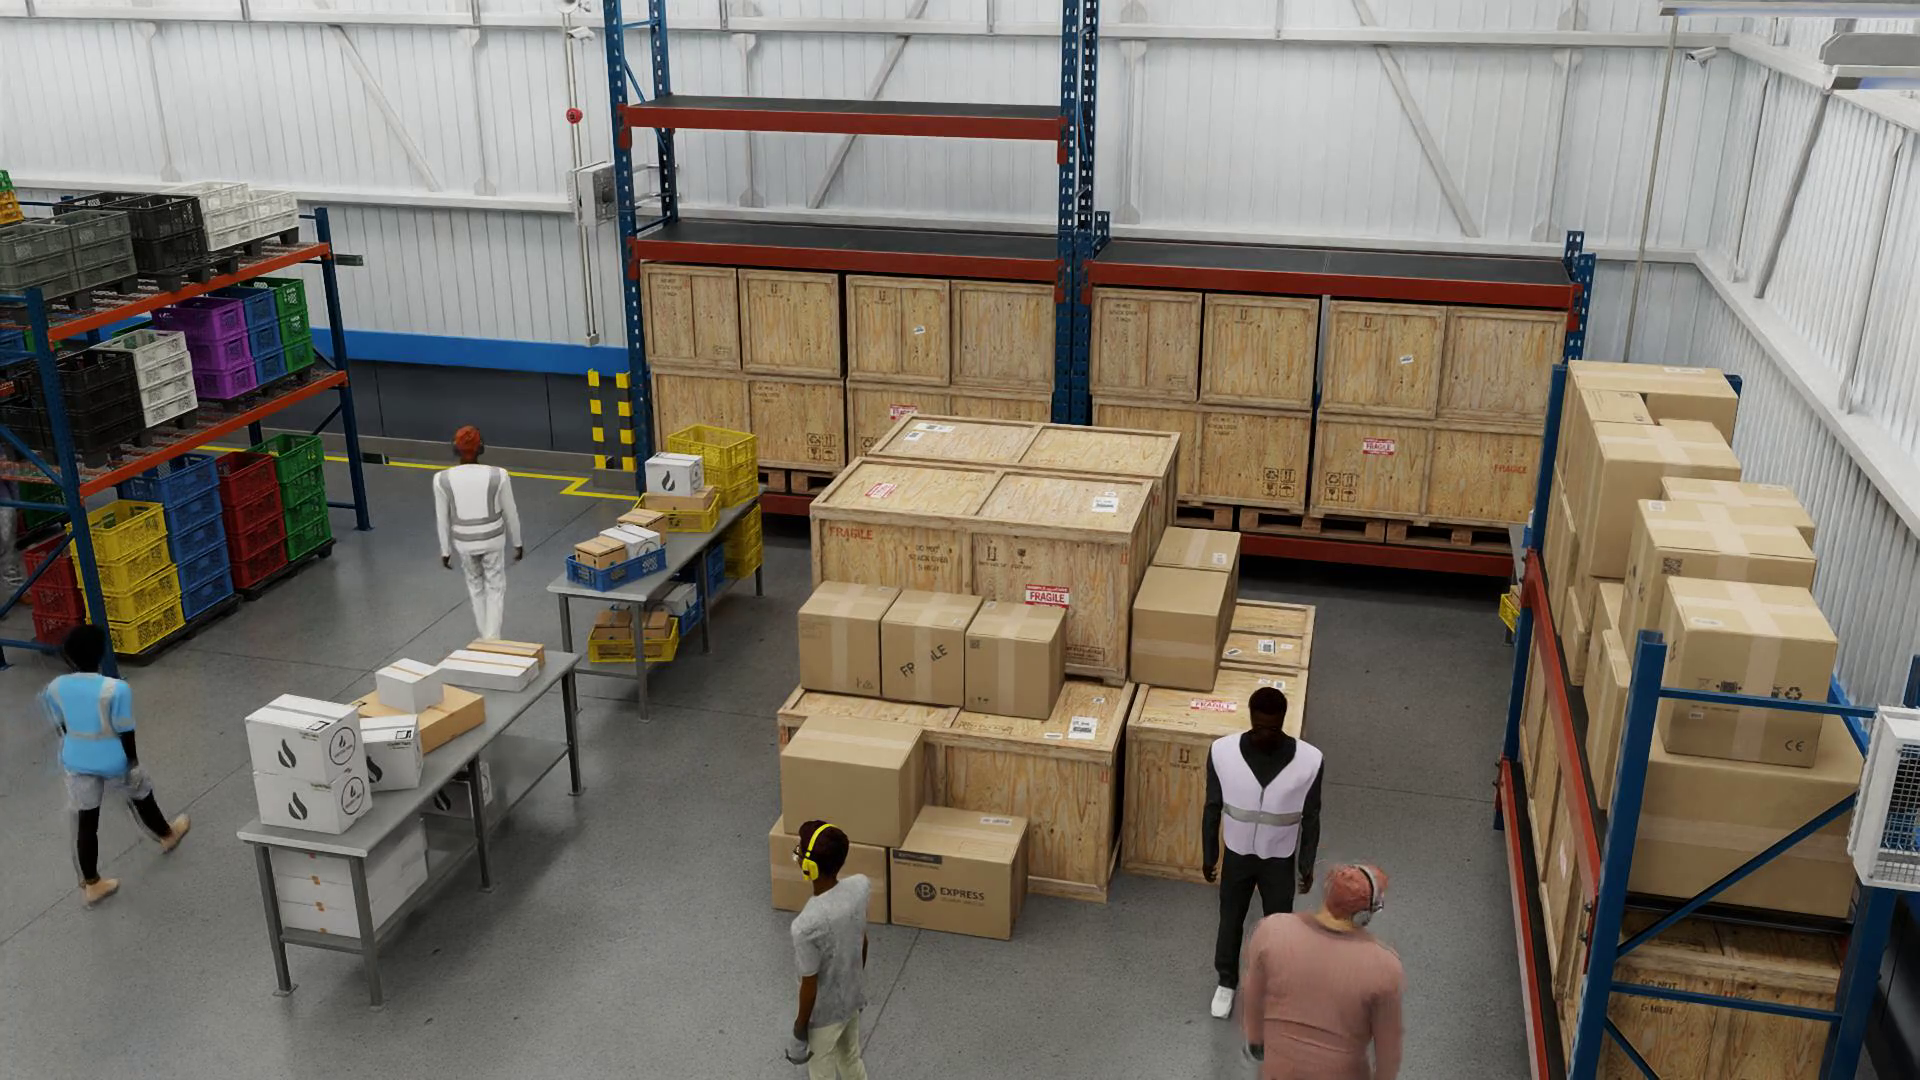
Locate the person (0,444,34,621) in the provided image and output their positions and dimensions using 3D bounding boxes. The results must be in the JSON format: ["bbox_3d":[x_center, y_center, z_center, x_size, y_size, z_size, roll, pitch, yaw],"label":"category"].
[{"bbox_3d":[-7.915,-0.296,13.472,0.371,1.933,0.634,10,23,25],"label":"person"}]

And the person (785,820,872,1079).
[{"bbox_3d":[-0.587,2.071,7.366,0.328,1.872,0.513,12,24,28],"label":"person"}]

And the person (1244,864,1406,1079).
[{"bbox_3d":[1.522,2.200,7.030,0.688,1.876,0.439,9,23,23],"label":"person"}]

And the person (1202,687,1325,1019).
[{"bbox_3d":[1.534,1.600,8.552,0.592,1.910,0.385,4,21,10],"label":"person"}]

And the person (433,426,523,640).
[{"bbox_3d":[-3.654,0.032,12.688,0.593,1.880,0.536,-3,21,-8],"label":"person"}]

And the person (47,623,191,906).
[{"bbox_3d":[-5.000,1.250,9.804,0.548,1.646,0.900,2,21,5],"label":"person"}]
